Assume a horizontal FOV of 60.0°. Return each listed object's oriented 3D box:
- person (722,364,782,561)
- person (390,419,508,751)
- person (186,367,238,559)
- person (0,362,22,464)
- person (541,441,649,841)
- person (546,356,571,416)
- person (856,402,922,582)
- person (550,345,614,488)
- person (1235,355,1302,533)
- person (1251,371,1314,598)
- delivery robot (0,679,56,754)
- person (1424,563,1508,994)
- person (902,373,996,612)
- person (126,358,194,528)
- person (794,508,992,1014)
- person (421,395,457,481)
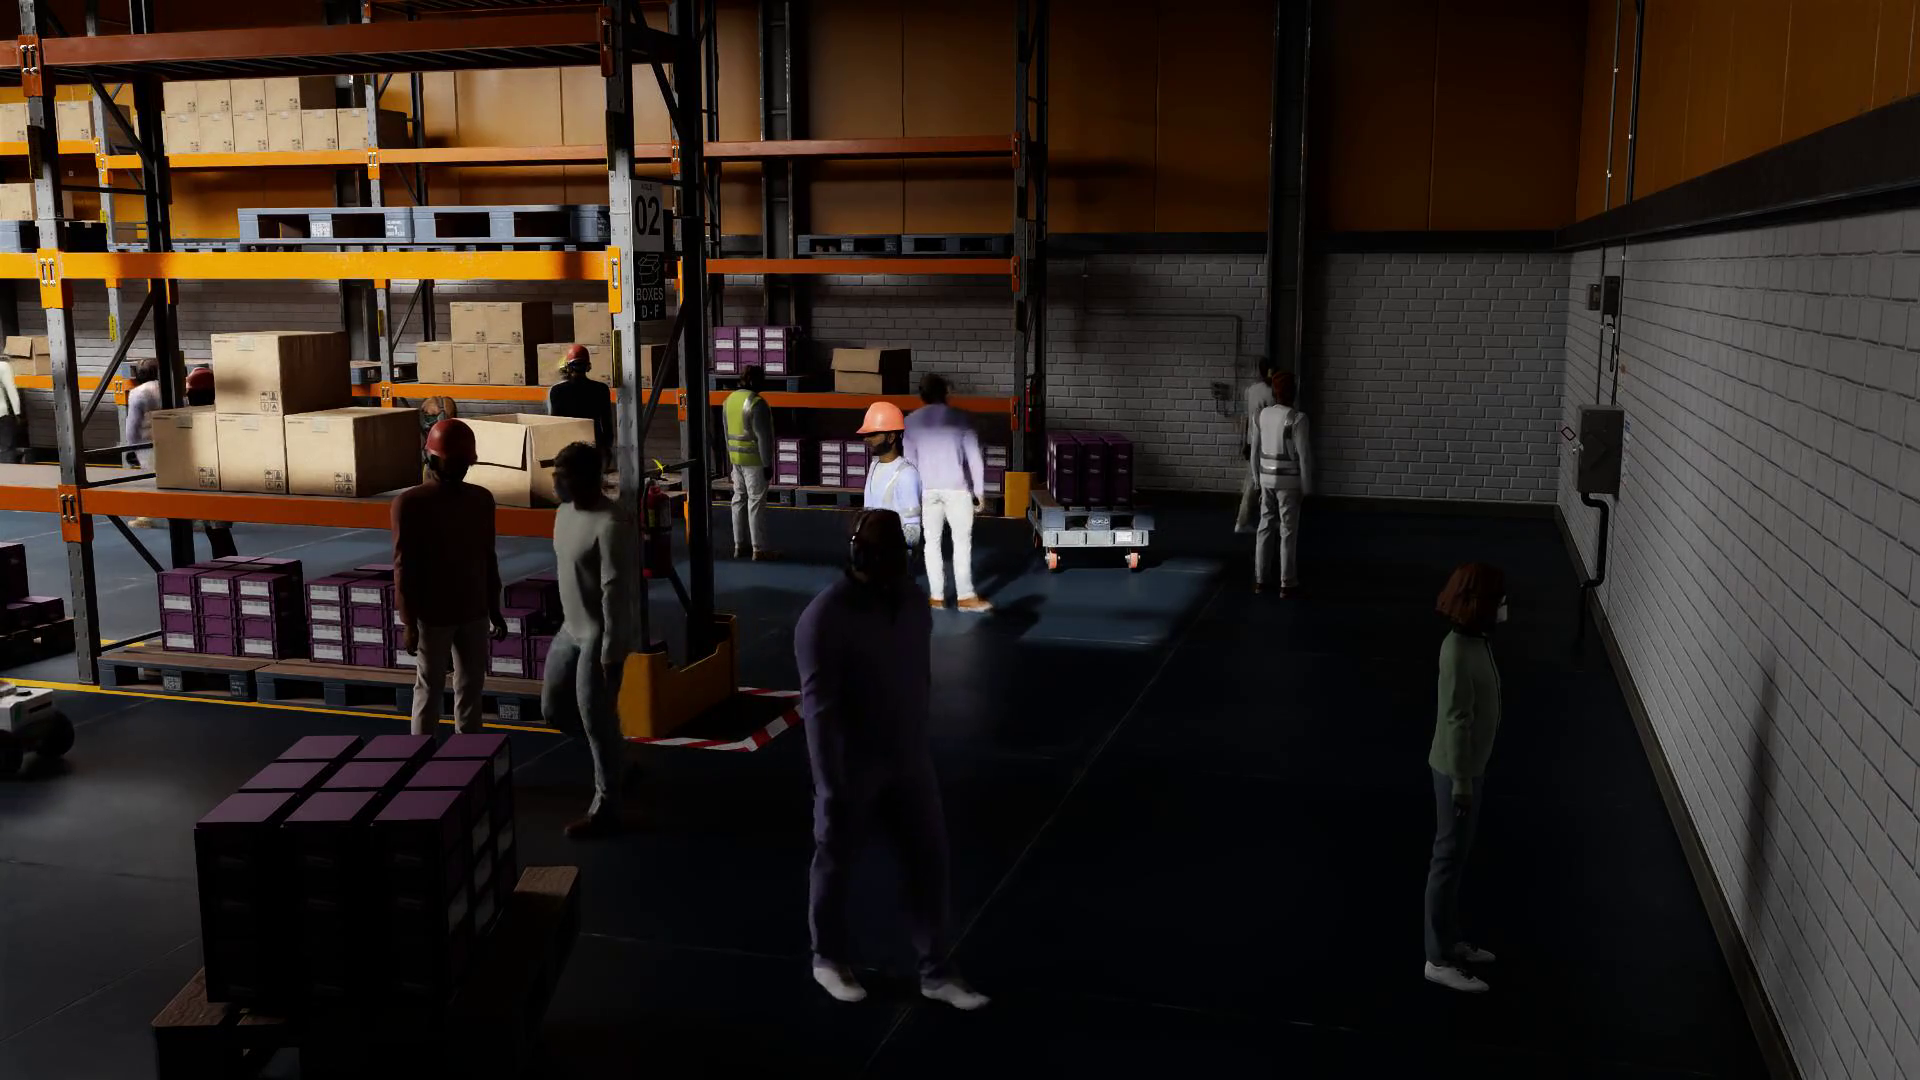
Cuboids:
[{"bbox_3d":[-1.947,-0.728,15.618,0.430,1.842,0.619,-8,12,-41],"label":"person"},{"bbox_3d":[-2.575,0.373,8.462,0.393,1.985,0.611,7,12,37],"label":"person"},{"bbox_3d":[-6.065,-0.425,13.458,0.354,1.942,0.545,-8,12,-39],"label":"person"},{"bbox_3d":[-11.484,-1.466,19.808,0.789,1.942,0.462,-3,10,-17],"label":"person"},{"bbox_3d":[-1.769,0.481,7.983,0.443,1.923,0.640,-7,12,-38],"label":"person"},{"bbox_3d":[-4.094,-1.067,17.729,0.647,1.818,0.448,5,11,30],"label":"person"},{"bbox_3d":[-0.447,0.130,10.083,0.356,1.937,0.552,-5,11,-30],"label":"person"},{"bbox_3d":[-3.679,-0.895,16.160,0.623,1.992,0.392,-5,11,-30],"label":"person"},{"bbox_3d":[3.234,-0.974,17.119,0.884,1.831,0.542,-2,10,-13],"label":"person"},{"bbox_3d":[2.686,-0.453,13.832,0.404,1.881,0.623,-8,12,-40],"label":"person"},{"bbox_3d":[-5.354,0.934,9.105,0.707,0.478,0.477,1,9,8],"label":"delivery robot"},{"bbox_3d":[1.944,0.890,6.377,0.281,1.633,0.500,4,10,22],"label":"person"},{"bbox_3d":[-0.085,-0.374,13.309,0.801,1.908,0.346,3,10,17],"label":"person"},{"bbox_3d":[-8.336,-0.986,17.280,0.866,1.811,0.633,2,9,10],"label":"person"},{"bbox_3d":[-0.251,0.824,6.041,0.669,1.871,0.867,-9,13,-44],"label":"person"},{"bbox_3d":[-3.664,-0.120,11.936,0.429,1.836,0.626,-2,10,-13],"label":"person"}]
